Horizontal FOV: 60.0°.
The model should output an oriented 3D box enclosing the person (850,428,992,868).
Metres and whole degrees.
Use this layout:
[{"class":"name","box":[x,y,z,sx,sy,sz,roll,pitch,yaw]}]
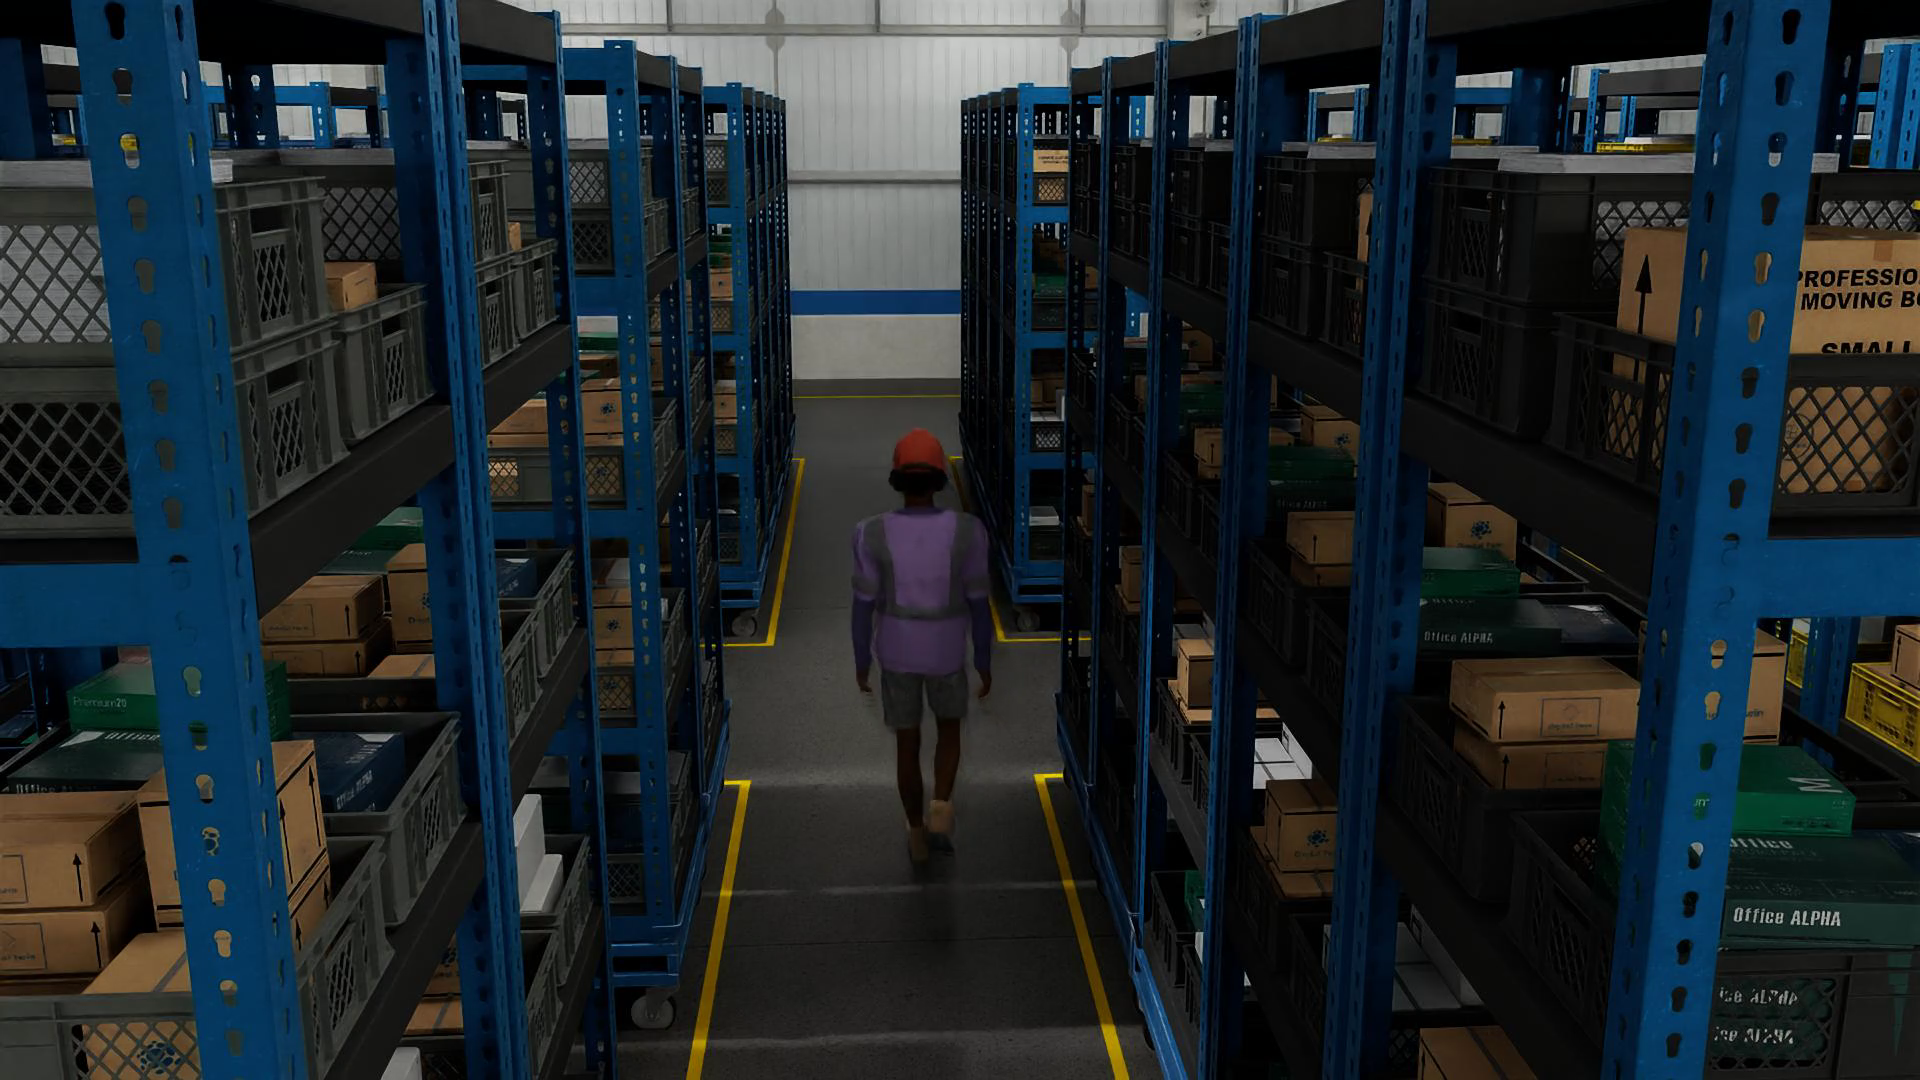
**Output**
[{"class":"person","box":[-0.176,0.501,7.534,0.639,2.028,0.422,-1,14,-2]}]
